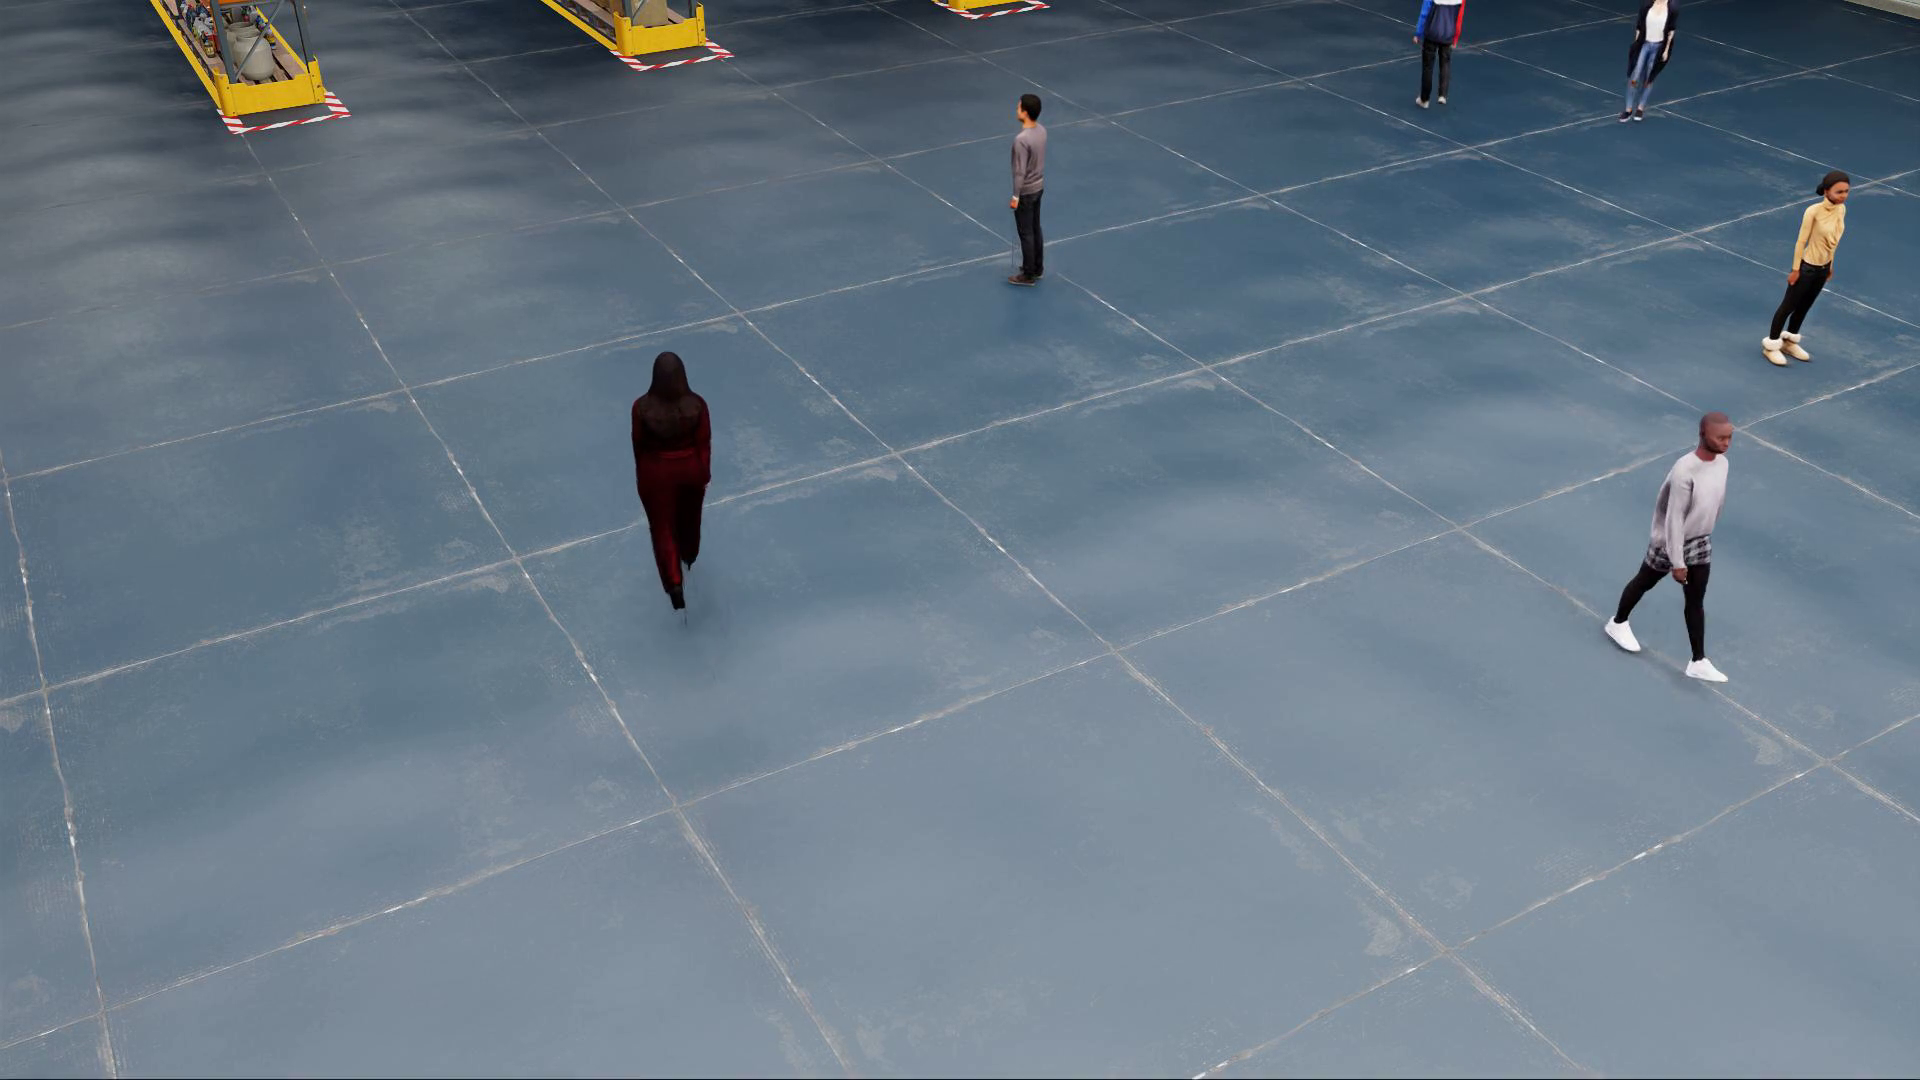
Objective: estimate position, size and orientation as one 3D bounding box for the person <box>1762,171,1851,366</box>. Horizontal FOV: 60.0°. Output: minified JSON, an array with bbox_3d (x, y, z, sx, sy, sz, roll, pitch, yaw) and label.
[{"bbox_3d":[7.101,-2.285,13.883,0.628,1.659,0.574,-12,34,-19],"label":"person"}]

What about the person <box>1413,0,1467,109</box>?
[{"bbox_3d":[5.657,-5.934,19.580,0.769,1.751,0.795,-2,32,-4],"label":"person"}]

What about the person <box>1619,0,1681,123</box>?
[{"bbox_3d":[8.043,-5.705,19.296,0.817,1.668,0.861,14,35,22],"label":"person"}]

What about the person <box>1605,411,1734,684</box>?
[{"bbox_3d":[4.338,-0.024,10.228,0.709,1.734,1.119,-12,34,-19],"label":"person"}]

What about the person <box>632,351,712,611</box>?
[{"bbox_3d":[-1.850,-0.360,10.767,0.797,1.727,1.106,-10,34,-16],"label":"person"}]

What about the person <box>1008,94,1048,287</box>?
[{"bbox_3d":[0.628,-3.199,15.231,0.711,1.767,0.719,22,39,31],"label":"person"}]
